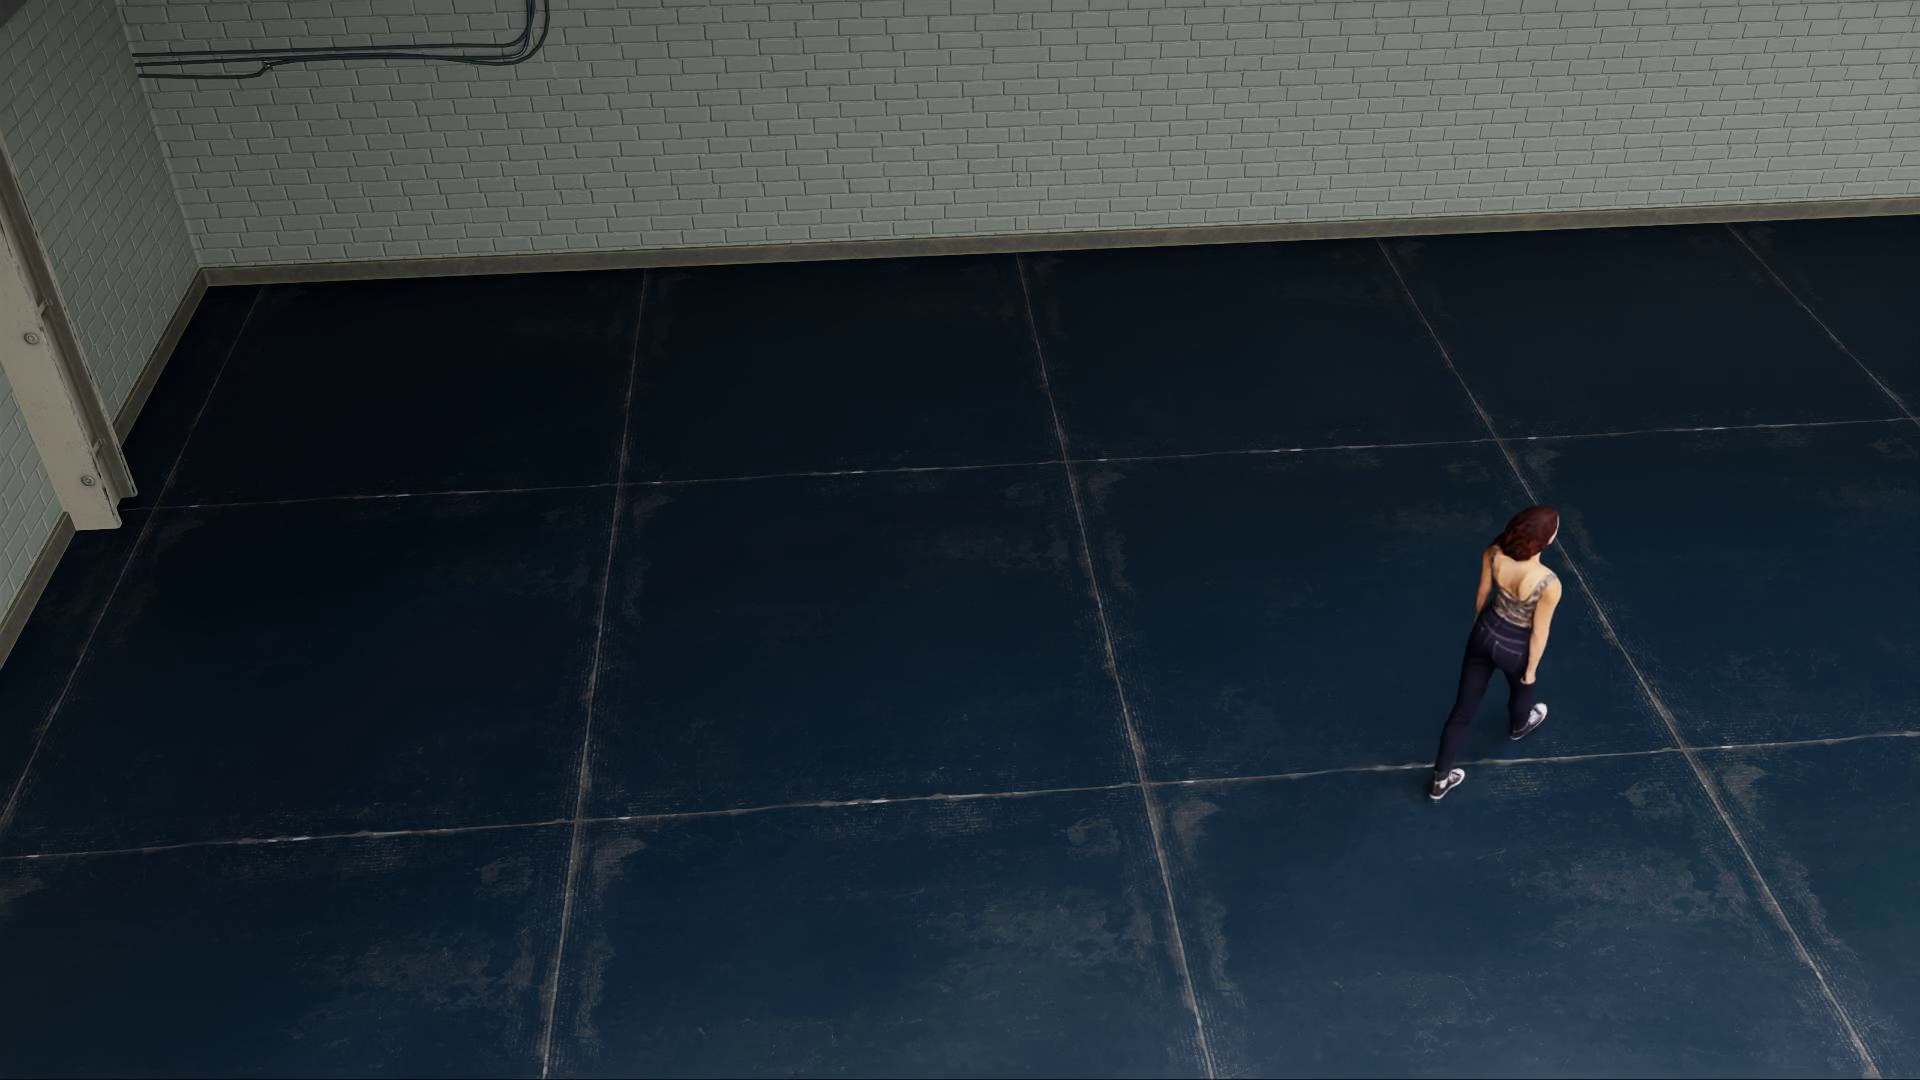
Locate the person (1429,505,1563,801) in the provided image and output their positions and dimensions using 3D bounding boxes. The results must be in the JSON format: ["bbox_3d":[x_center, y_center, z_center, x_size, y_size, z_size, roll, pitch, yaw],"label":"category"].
[{"bbox_3d":[2.680,0.609,8.412,1.119,1.714,1.165,-29,46,-32],"label":"person"}]
